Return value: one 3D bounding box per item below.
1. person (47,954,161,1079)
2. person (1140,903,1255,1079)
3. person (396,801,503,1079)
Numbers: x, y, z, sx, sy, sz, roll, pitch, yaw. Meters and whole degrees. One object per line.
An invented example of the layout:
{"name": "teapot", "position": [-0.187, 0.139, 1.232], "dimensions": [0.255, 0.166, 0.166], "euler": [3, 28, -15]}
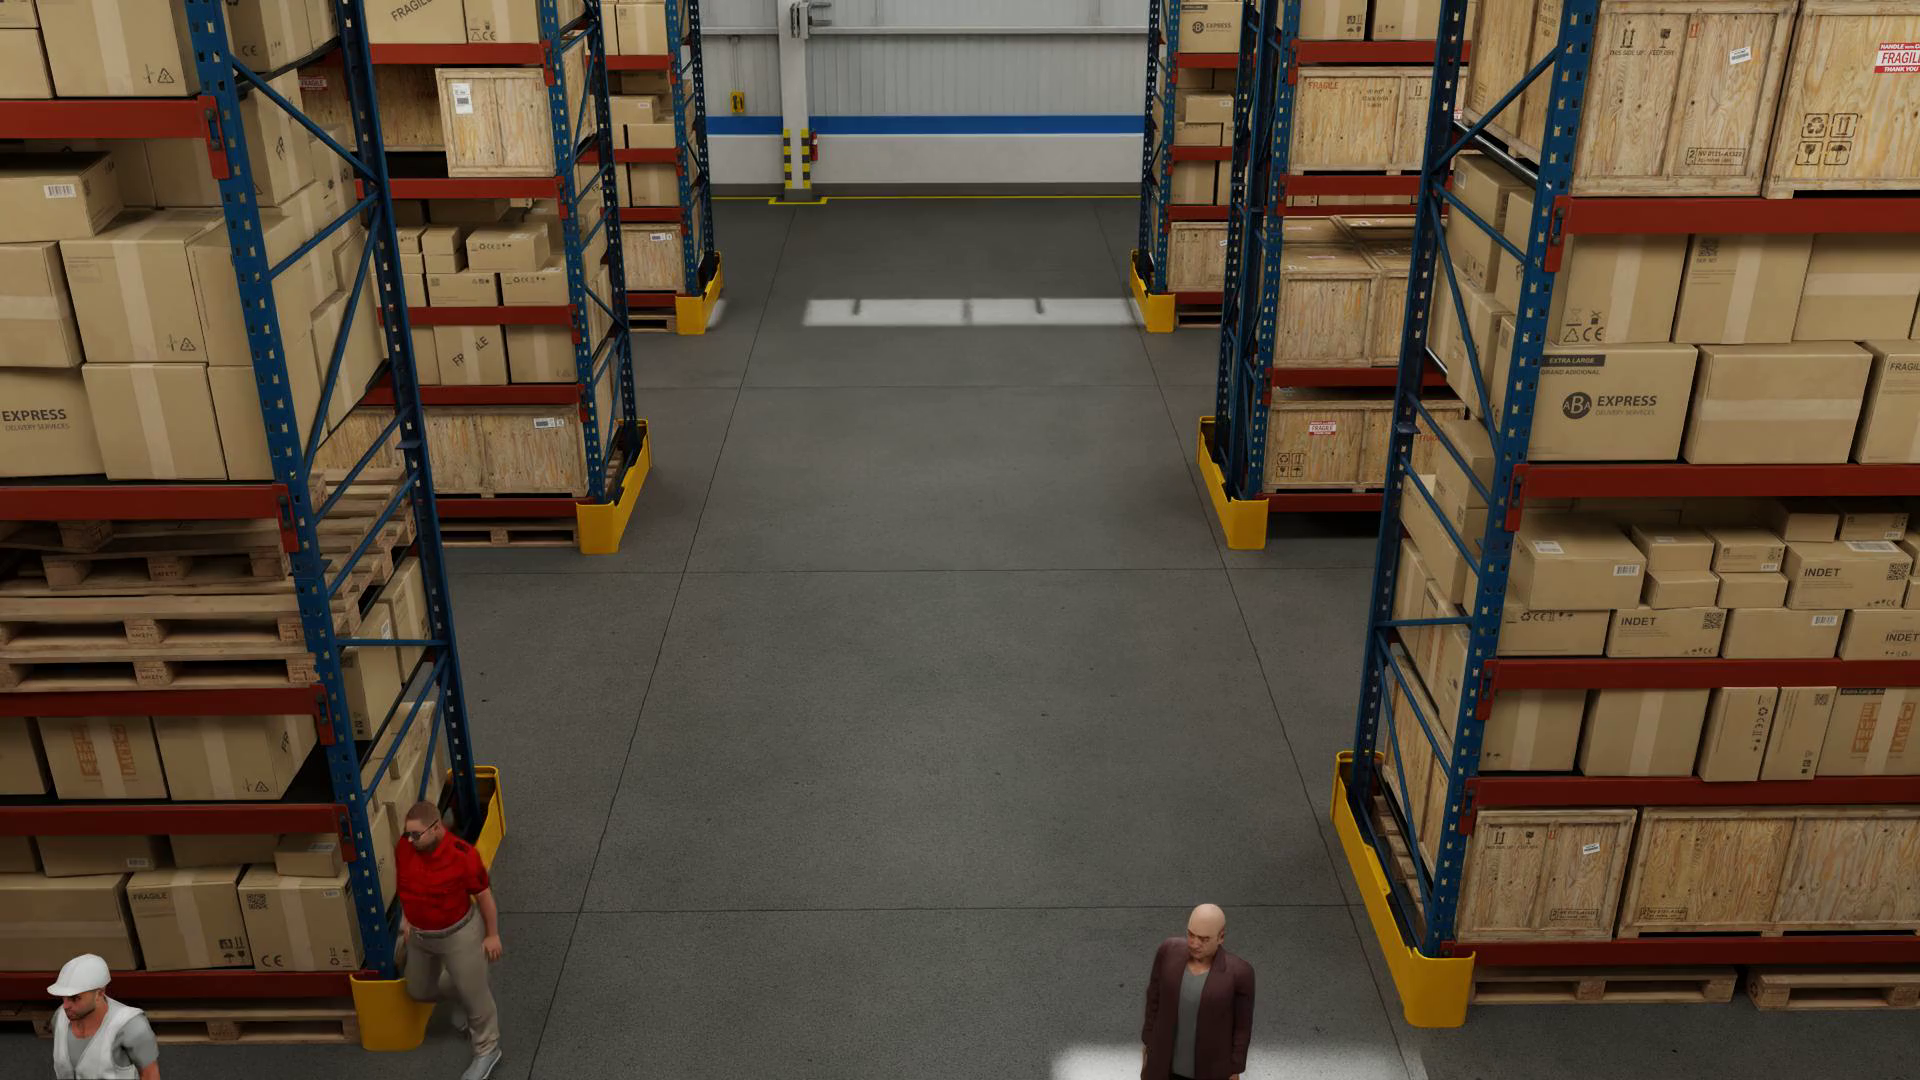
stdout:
{"name": "person", "position": [-4.056, 2.756, 7.953], "dimensions": [0.540, 1.794, 0.376], "euler": [6, 26, 12]}
{"name": "person", "position": [1.145, 2.601, 8.295], "dimensions": [0.549, 1.781, 0.400], "euler": [12, 28, 25]}
{"name": "person", "position": [-2.827, 2.162, 9.268], "dimensions": [0.583, 1.724, 0.618], "euler": [9, 27, 18]}
